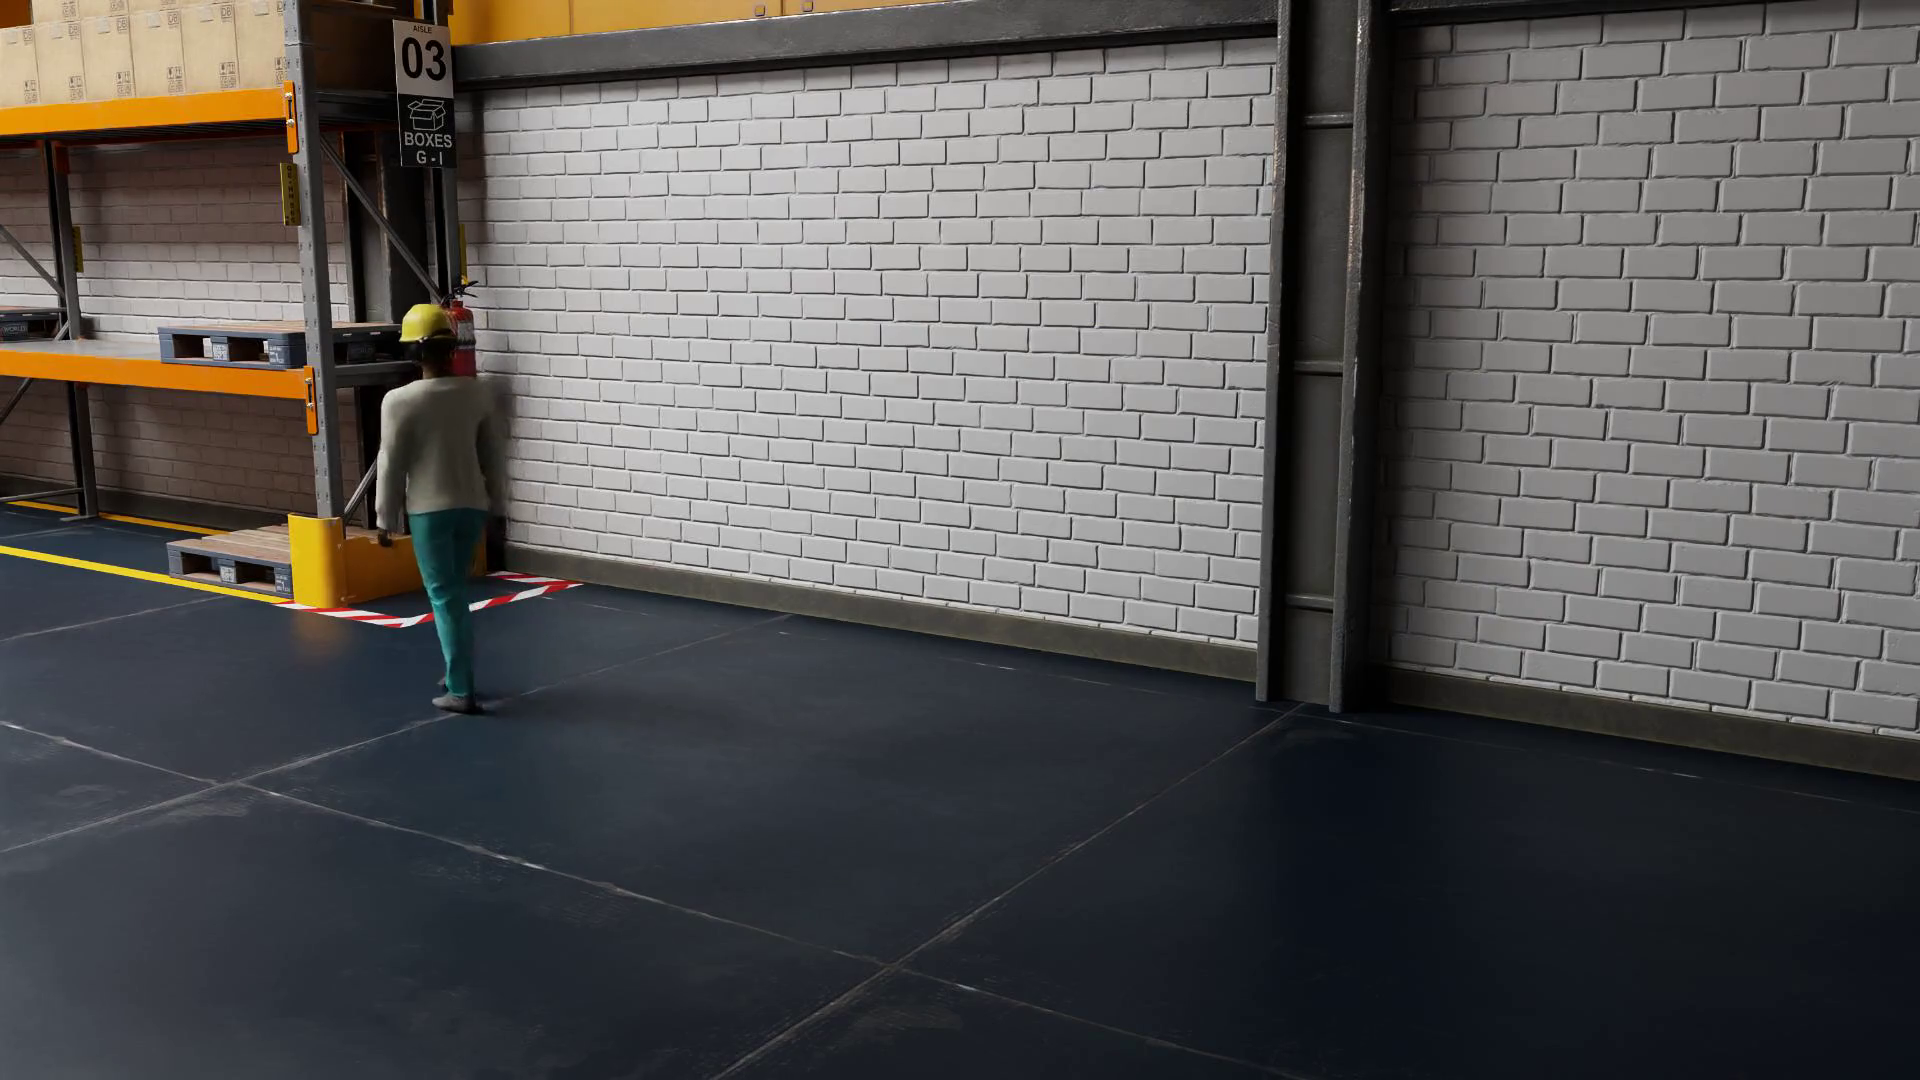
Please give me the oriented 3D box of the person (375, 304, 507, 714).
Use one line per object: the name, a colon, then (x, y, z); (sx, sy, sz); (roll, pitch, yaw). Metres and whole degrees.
person: (-2.276, -0.136, 7.177); (0.605, 1.745, 0.555); (8, 13, 39)
